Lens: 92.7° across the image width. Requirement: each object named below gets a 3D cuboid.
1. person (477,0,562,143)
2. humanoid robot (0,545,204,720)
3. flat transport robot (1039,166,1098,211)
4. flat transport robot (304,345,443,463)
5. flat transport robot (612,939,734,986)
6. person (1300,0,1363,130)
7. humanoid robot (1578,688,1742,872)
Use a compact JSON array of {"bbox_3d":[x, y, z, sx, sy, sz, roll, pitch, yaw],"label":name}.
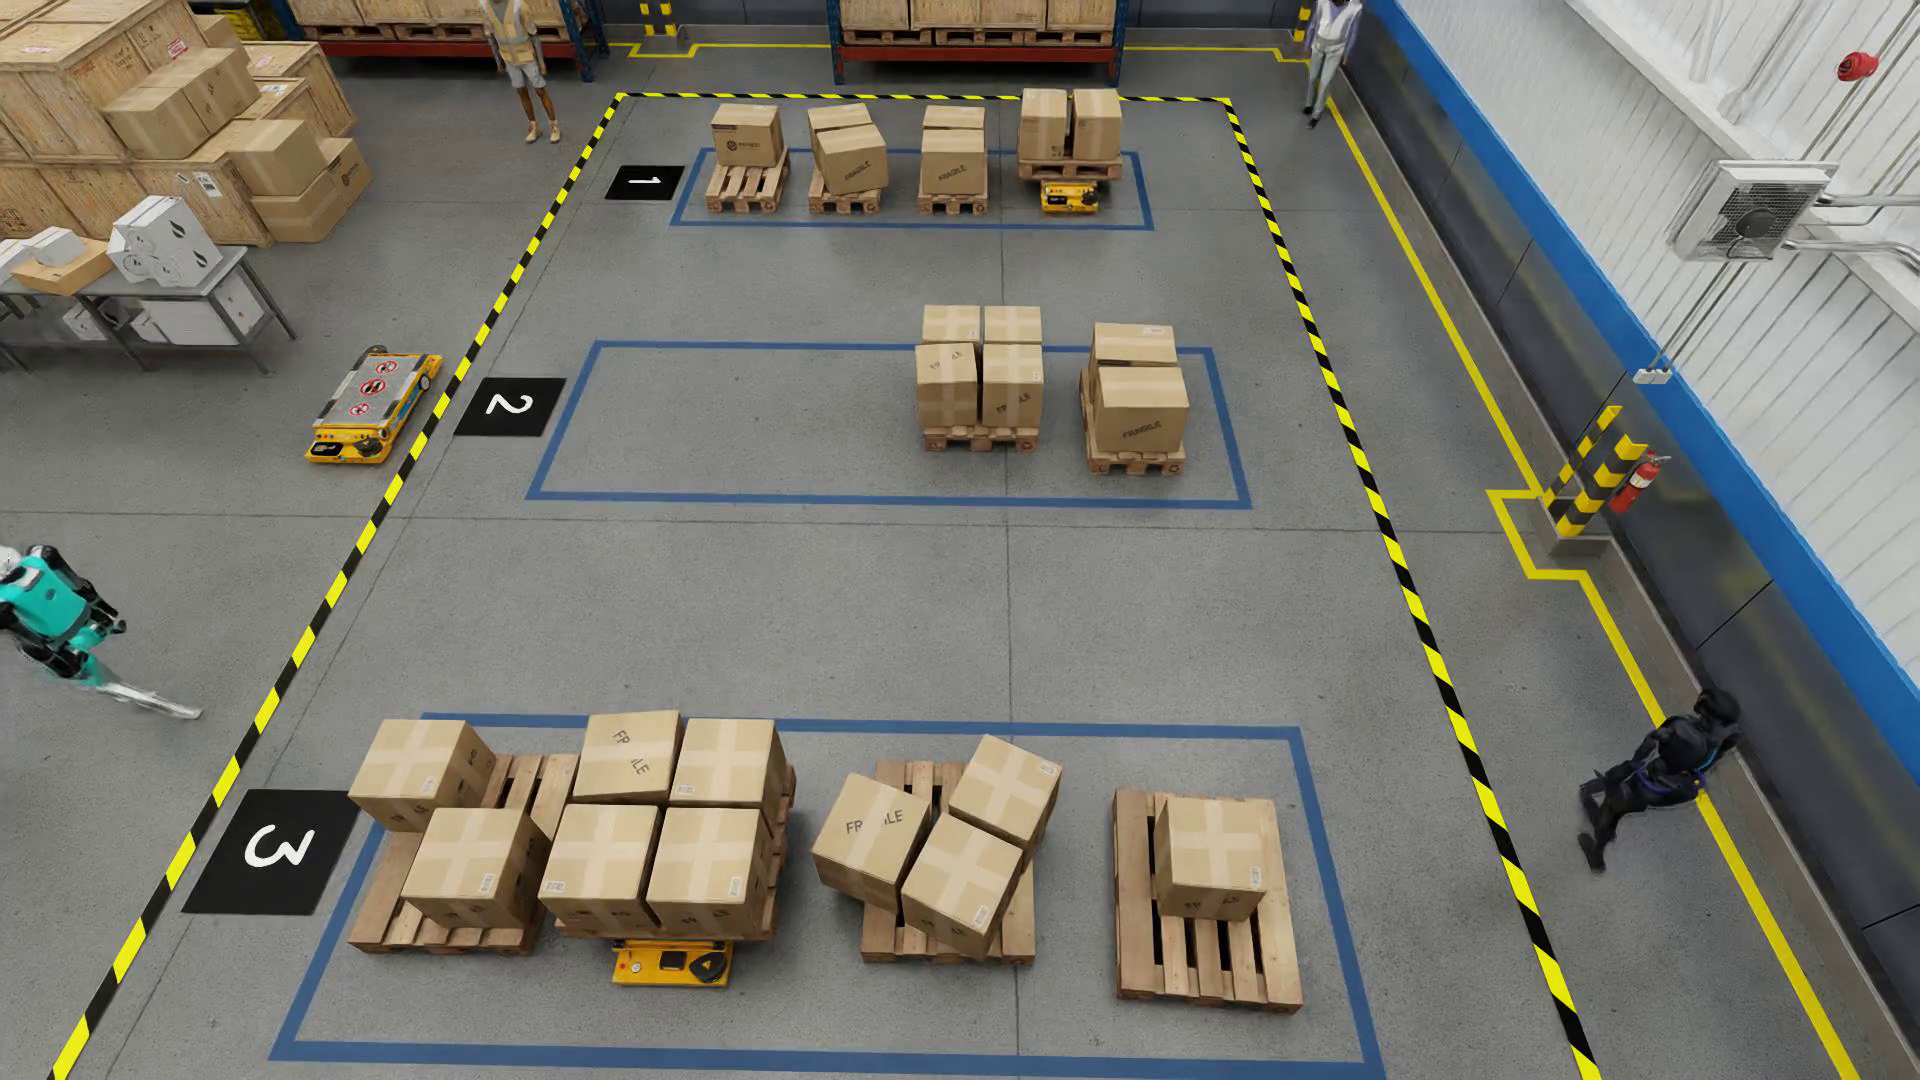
[{"bbox_3d":[-5.384,-5.869,11.174,0.613,2.038,0.392,1,50,1],"label":"person"},{"bbox_3d":[-5.736,0.654,5.858,0.878,1.771,0.545,1,50,1],"label":"humanoid robot"},{"bbox_3d":[1.294,-4.450,11.114,0.652,0.197,1.431,1,50,1],"label":"flat transport robot"},{"bbox_3d":[-5.383,-1.269,8.441,0.659,0.231,1.431,1,50,1],"label":"flat transport robot"},{"bbox_3d":[-1.659,1.971,5.681,0.652,0.197,1.431,1,50,1],"label":"flat transport robot"},{"bbox_3d":[4.646,-6.213,11.636,0.598,1.791,0.799,28,55,22],"label":"person"},{"bbox_3d":[3.974,1.367,5.296,0.612,1.645,0.515,-4,50,-3],"label":"humanoid robot"}]
